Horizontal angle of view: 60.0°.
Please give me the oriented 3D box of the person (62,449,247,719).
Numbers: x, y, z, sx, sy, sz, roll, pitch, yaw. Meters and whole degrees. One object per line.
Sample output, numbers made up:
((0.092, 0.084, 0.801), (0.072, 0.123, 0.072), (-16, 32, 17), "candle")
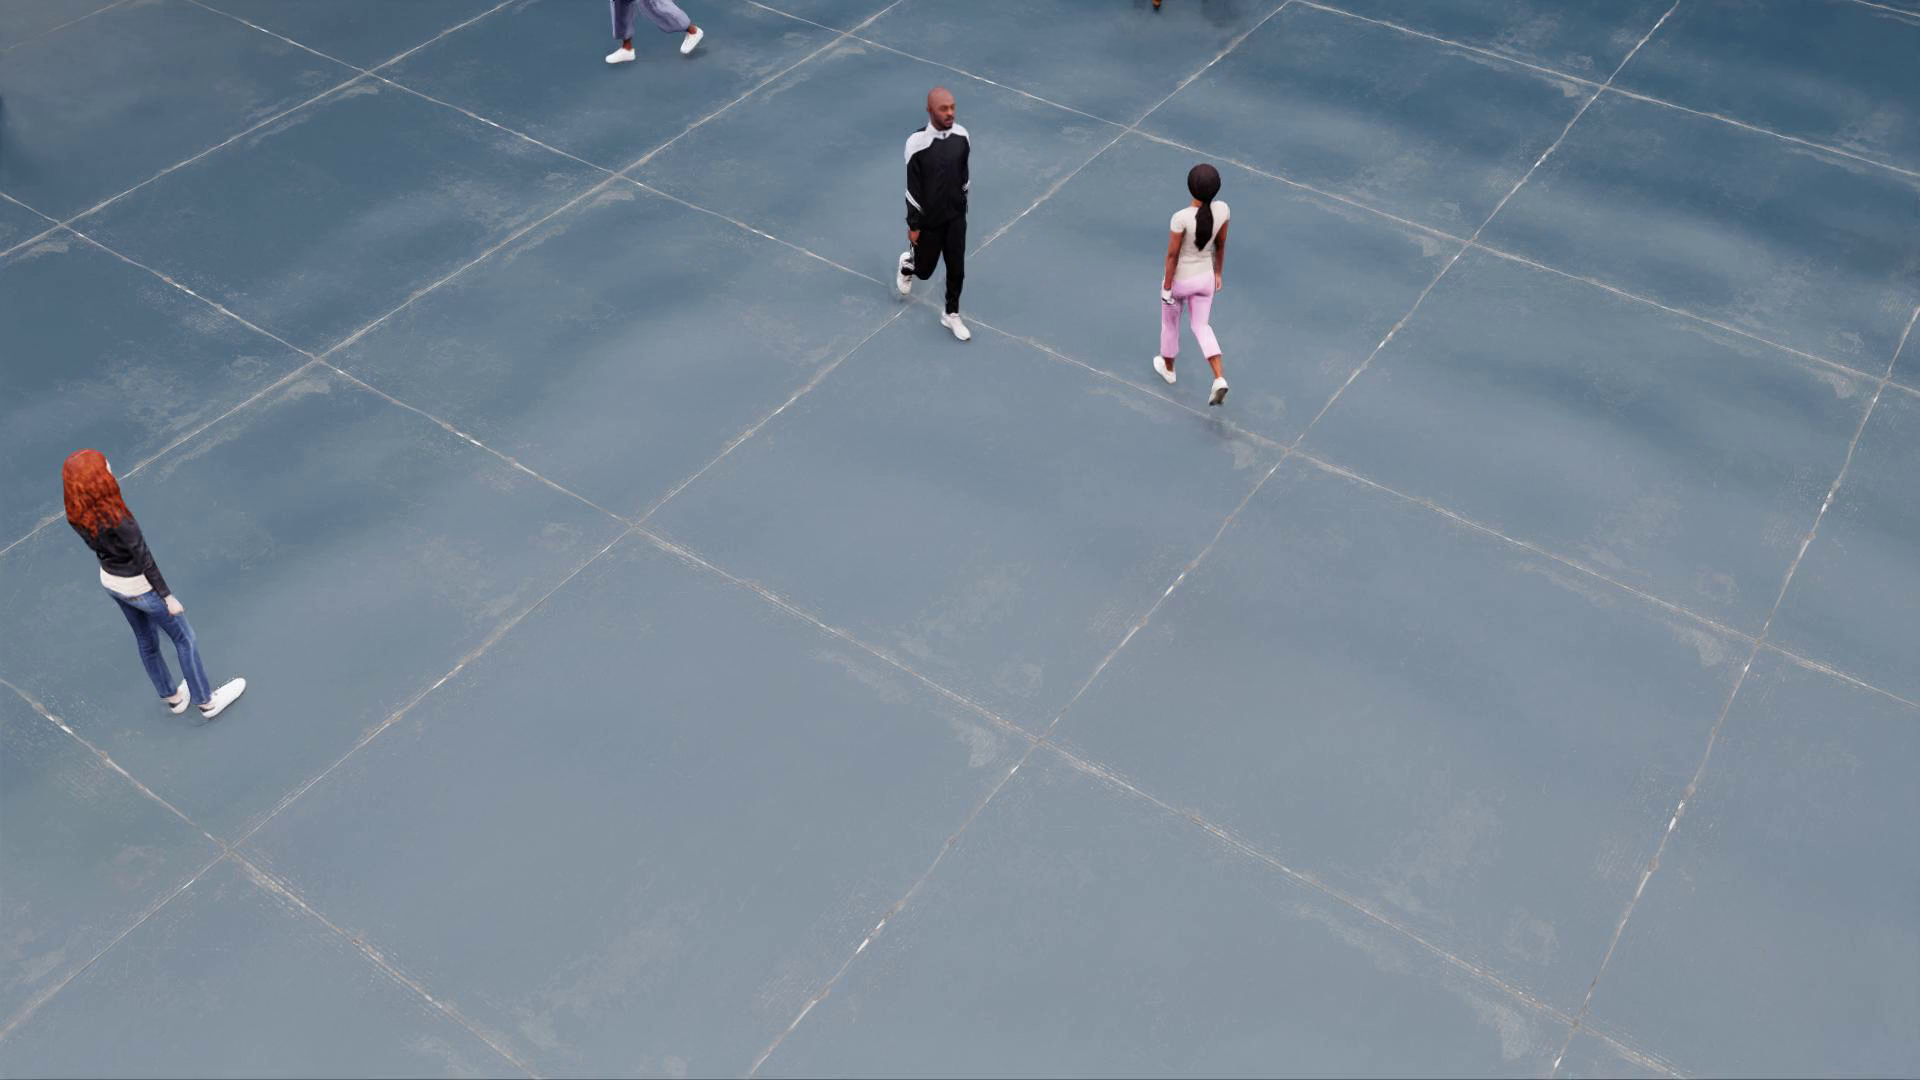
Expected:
((-4.253, 0.271, 8.613), (0.552, 1.793, 0.674), (20, 46, 20), "person")

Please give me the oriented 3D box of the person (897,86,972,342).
((-0.200, -2.260, 11.316), (0.945, 1.803, 1.119), (-20, 47, -20), "person")

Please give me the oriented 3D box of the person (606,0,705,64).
((-2.647, -4.878, 14.224), (1.010, 1.661, 1.115), (-18, 46, -19), "person")

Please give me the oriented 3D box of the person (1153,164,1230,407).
((1.523, -1.607, 10.678), (0.901, 1.720, 1.081), (-17, 46, -17), "person")
